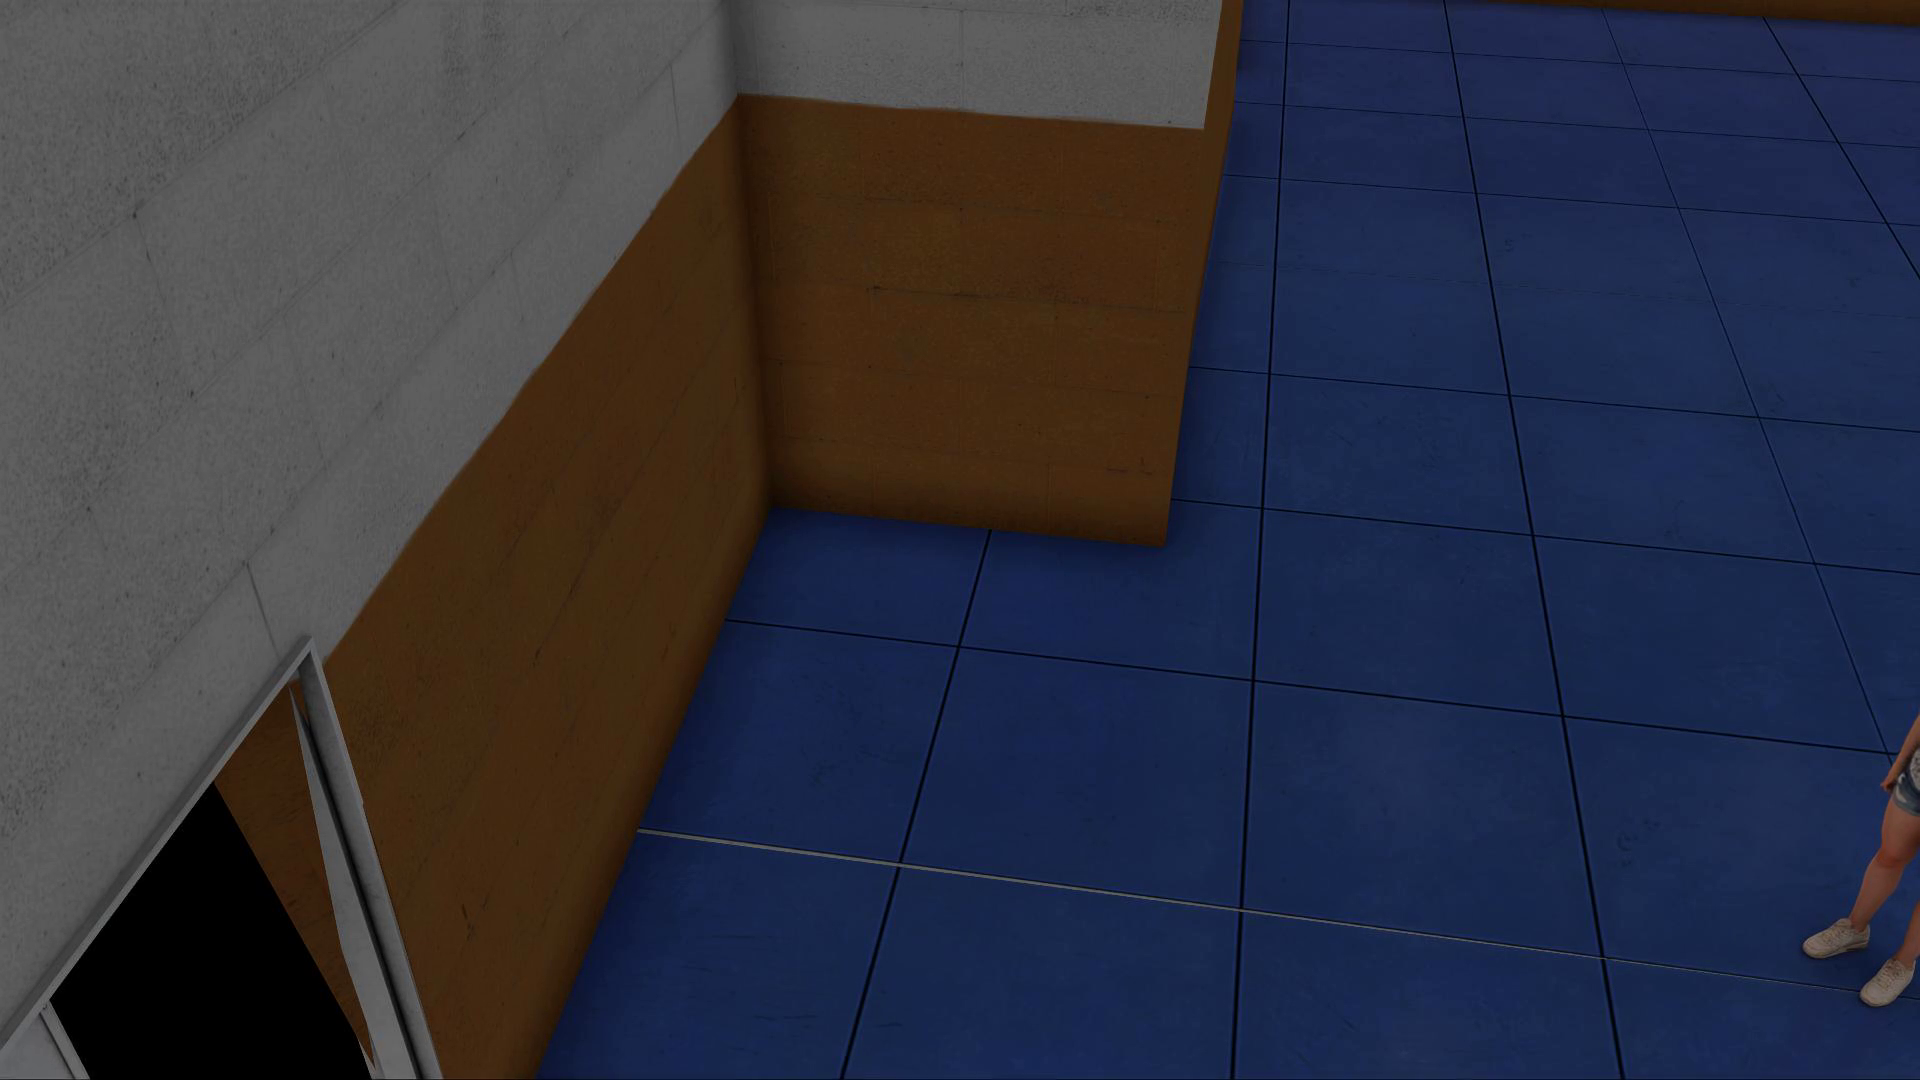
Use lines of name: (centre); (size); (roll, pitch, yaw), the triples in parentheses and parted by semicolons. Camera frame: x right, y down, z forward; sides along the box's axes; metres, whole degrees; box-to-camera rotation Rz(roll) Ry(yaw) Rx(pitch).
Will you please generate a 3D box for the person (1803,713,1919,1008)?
person: (3.353, 0.878, 5.616); (0.688, 1.759, 0.656); (-16, 40, -21)
